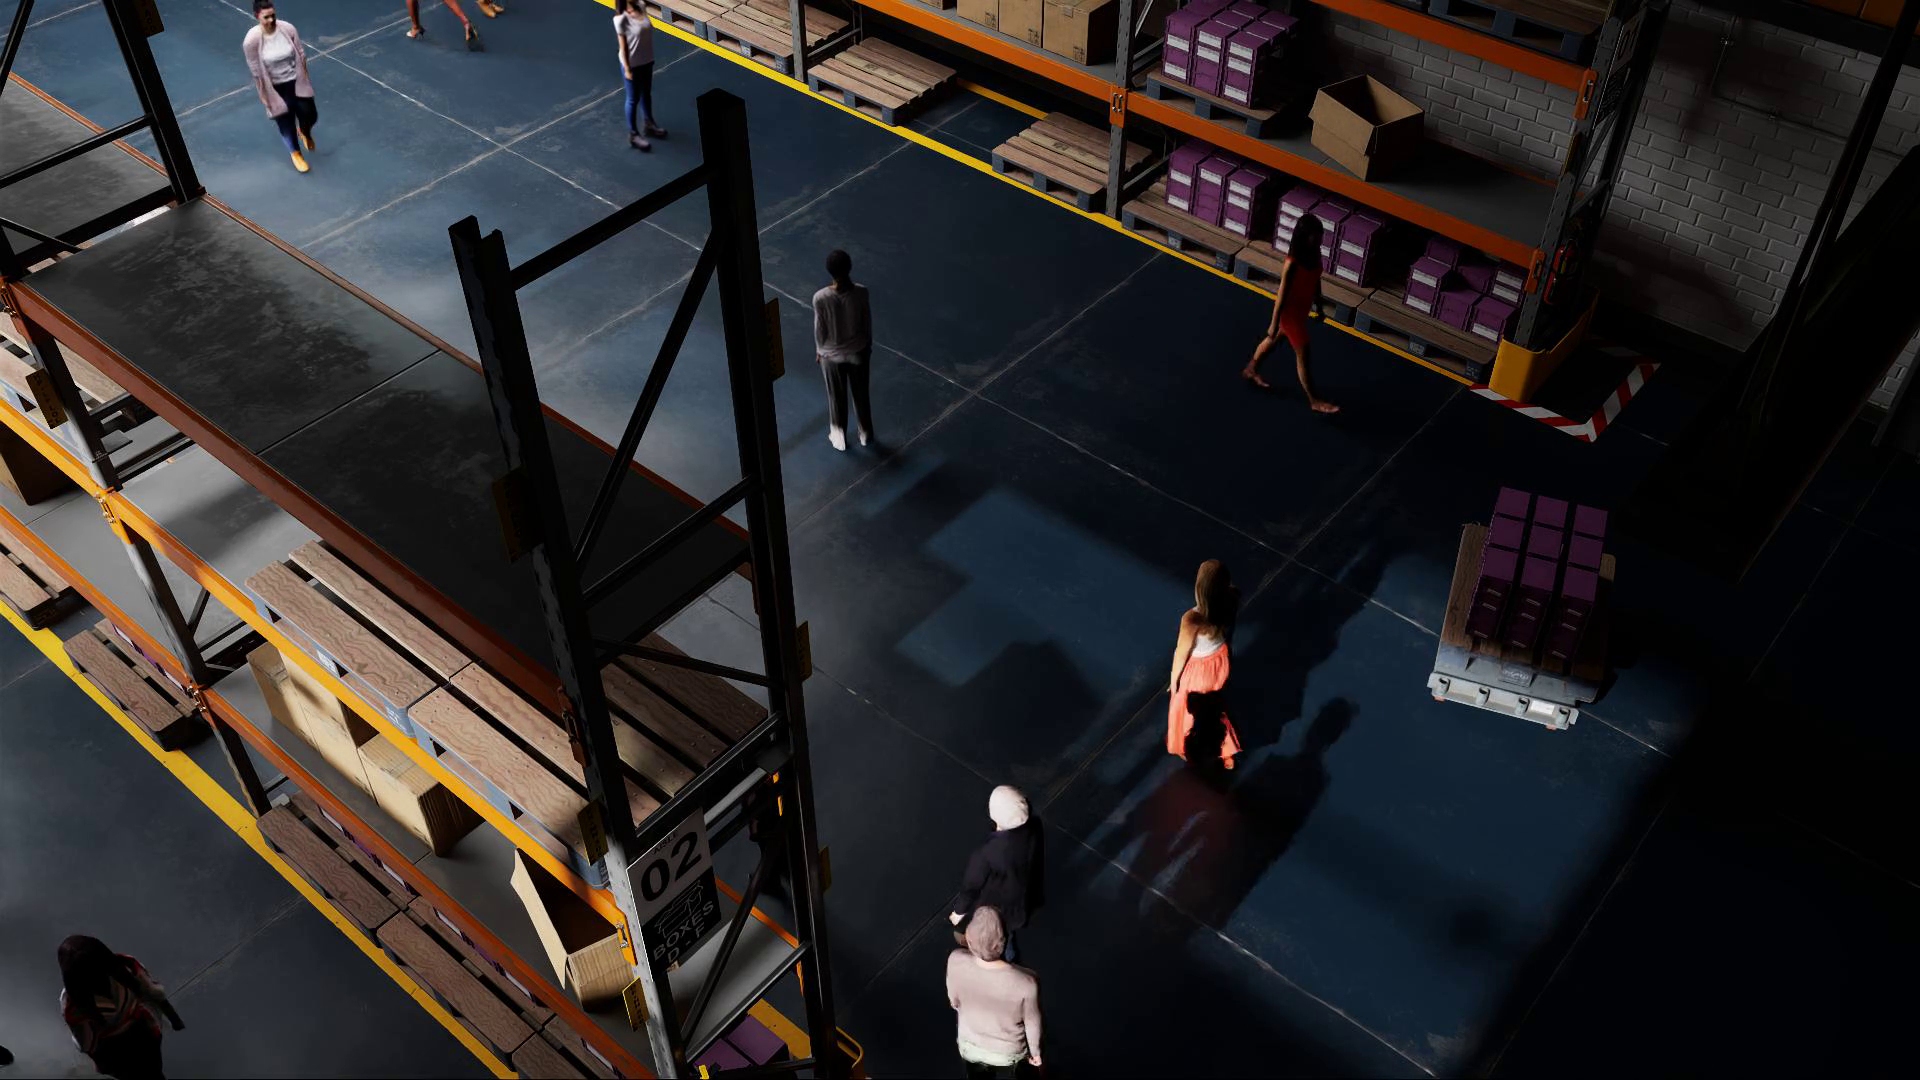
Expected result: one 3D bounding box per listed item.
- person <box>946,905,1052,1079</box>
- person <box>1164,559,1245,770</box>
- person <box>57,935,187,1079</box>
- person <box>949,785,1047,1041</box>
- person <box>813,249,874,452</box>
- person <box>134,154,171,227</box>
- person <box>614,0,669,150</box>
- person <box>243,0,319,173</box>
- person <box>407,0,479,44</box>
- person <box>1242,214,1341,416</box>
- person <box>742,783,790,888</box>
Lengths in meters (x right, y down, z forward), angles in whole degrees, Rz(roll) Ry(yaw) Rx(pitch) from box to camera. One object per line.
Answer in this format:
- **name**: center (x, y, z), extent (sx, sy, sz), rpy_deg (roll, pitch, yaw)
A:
- **person**: center (0.140, 2.545, 8.254), extent (0.943, 1.846, 0.944), rpy_deg (12, 45, 12)
- **person**: center (1.540, 0.831, 10.092), extent (0.747, 1.794, 0.891), rpy_deg (-26, 49, -25)
- **person**: center (-4.315, 2.488, 8.499), extent (0.832, 1.592, 0.703), rpy_deg (20, 47, 20)
- **person**: center (0.265, 2.030, 8.829), extent (0.870, 1.738, 1.155), rpy_deg (-30, 51, -28)
- **person**: center (-0.859, -1.412, 12.459), extent (0.679, 1.775, 0.712), rpy_deg (-11, 45, -11)
- **person**: center (-6.281, -2.205, 13.349), extent (1.042, 1.697, 1.189), rpy_deg (-9, 44, -10)
- **person**: center (-3.083, -4.540, 15.812), extent (0.604, 1.680, 0.636), rpy_deg (19, 47, 19)
- **person**: center (-6.352, -4.302, 15.527), extent (0.784, 1.728, 0.840), rpy_deg (-26, 49, -25)
- **person**: center (-5.495, -5.939, 17.227), extent (1.177, 1.754, 0.805), rpy_deg (16, 46, 16)
- **person**: center (2.526, -1.788, 12.936), extent (1.112, 1.663, 0.645), rpy_deg (27, 50, 26)
- **person**: center (-1.132, 1.589, 9.713), extent (0.588, 1.219, 0.579), rpy_deg (14, 45, 14)
